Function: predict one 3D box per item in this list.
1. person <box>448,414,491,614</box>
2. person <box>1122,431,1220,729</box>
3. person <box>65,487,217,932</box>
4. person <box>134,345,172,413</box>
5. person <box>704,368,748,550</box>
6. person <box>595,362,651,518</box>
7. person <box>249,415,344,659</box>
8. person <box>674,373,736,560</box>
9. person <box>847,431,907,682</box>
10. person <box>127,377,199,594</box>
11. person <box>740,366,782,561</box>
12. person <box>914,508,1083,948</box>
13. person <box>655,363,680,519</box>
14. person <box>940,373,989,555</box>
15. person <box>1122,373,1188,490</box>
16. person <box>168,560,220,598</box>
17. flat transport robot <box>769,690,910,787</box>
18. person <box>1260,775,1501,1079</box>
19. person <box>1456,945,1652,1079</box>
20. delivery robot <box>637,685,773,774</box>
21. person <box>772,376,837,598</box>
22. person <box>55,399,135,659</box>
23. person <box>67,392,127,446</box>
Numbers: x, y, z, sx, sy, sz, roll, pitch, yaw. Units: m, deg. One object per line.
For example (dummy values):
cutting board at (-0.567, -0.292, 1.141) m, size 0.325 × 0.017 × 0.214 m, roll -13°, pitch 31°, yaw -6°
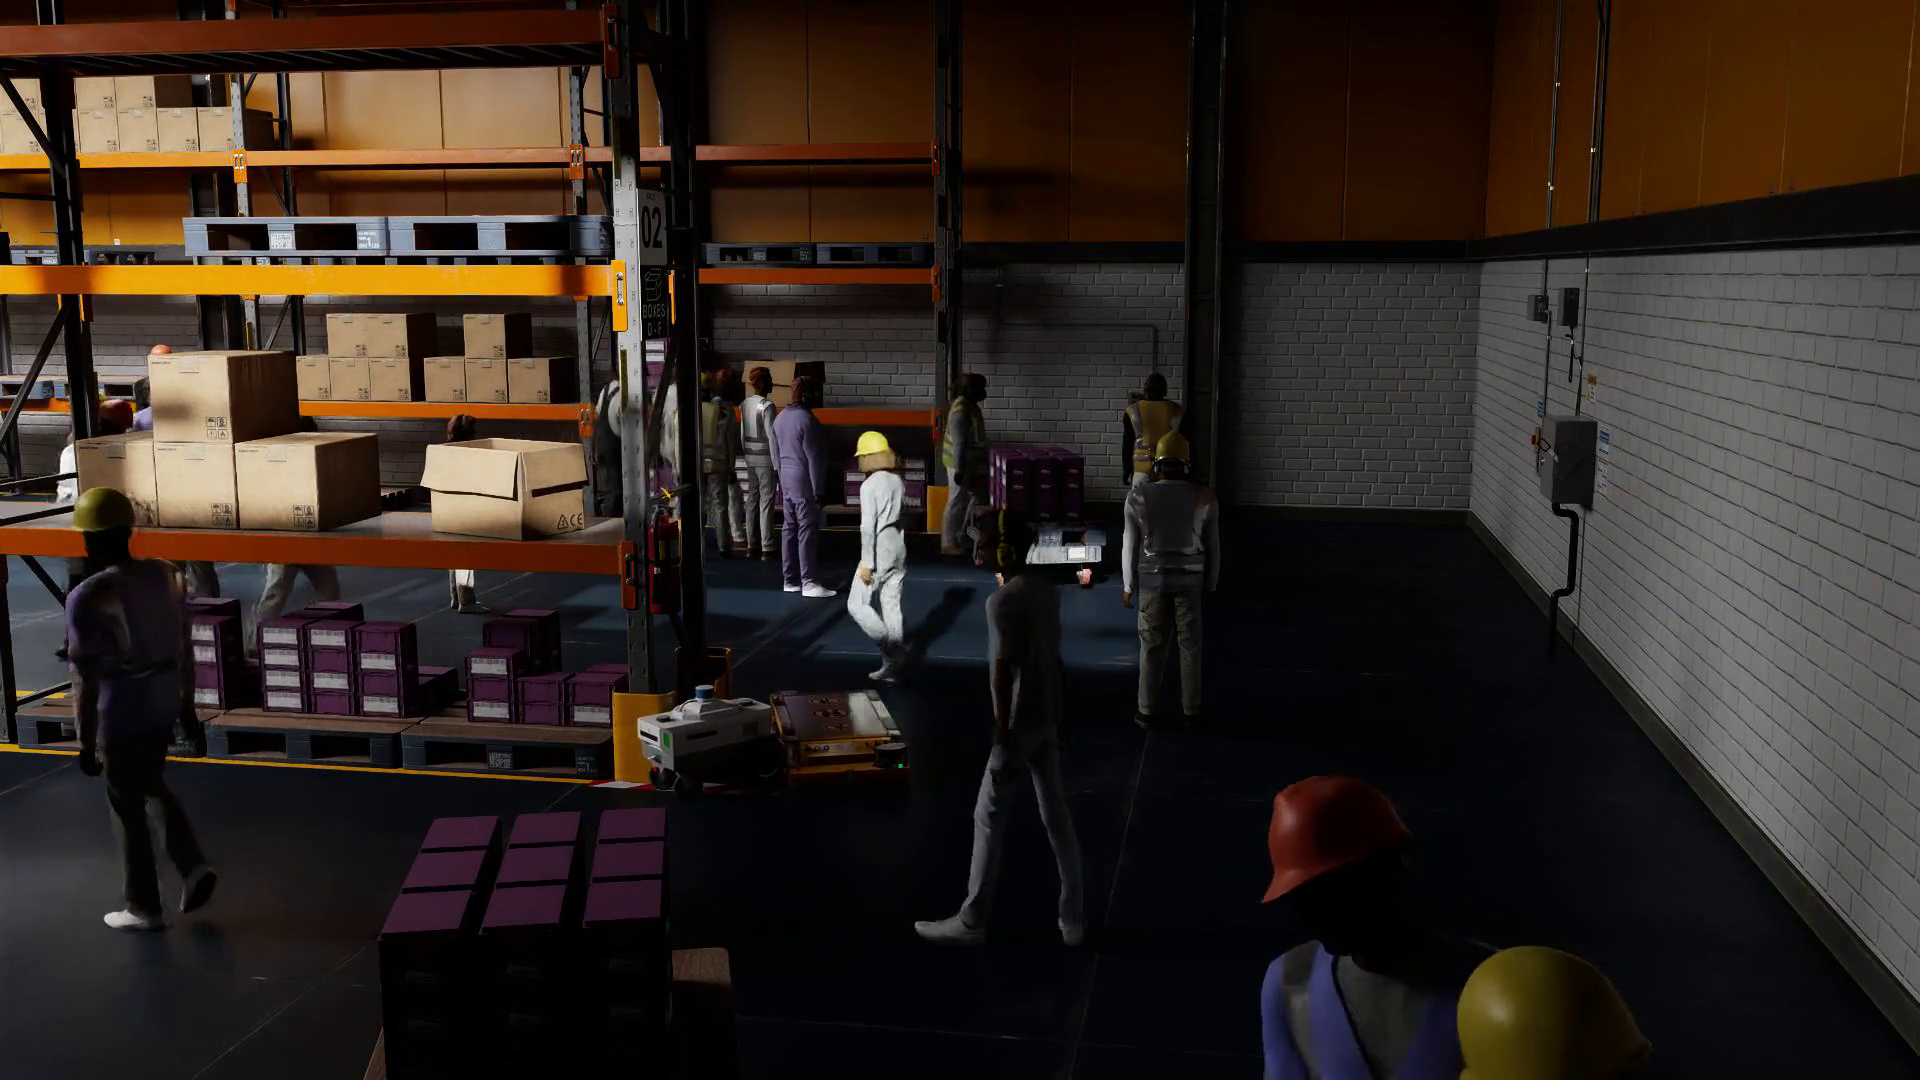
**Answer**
person at (-4.074, -0.215, 13.664) m, size 0.307 × 1.636 × 0.525 m, roll -5°, pitch 10°, yaw -28°
person at (1.285, 0.250, 10.173) m, size 0.600 × 1.831 × 0.404 m, roll 0°, pitch 9°, yaw 1°
person at (-3.474, 0.722, 6.998) m, size 0.436 × 1.911 × 0.617 m, roll 3°, pitch 10°, yaw 19°
person at (-8.804, -1.167, 18.466) m, size 0.614 × 1.993 × 0.395 m, roll -5°, pitch 11°, yaw -30°
person at (-2.485, -0.808, 16.732) m, size 0.891 × 1.850 × 0.586 m, roll 0°, pitch 9°, yaw 3°
person at (-3.389, -0.926, 16.831) m, size 0.563 × 2.000 × 0.728 m, roll -7°, pitch 11°, yaw -35°
person at (-4.653, 0.021, 11.733) m, size 0.947 × 1.799 × 0.627 m, roll 2°, pitch 9°, yaw 14°
person at (-2.461, -0.703, 16.122) m, size 0.588 × 1.822 × 0.403 m, roll -1°, pitch 9°, yaw -7°
person at (-0.547, 0.121, 11.285) m, size 0.375 × 1.721 × 0.521 m, roll 5°, pitch 11°, yaw 30°
person at (-6.841, -0.478, 14.469) m, size 0.655 × 1.902 × 0.433 m, roll -7°, pitch 12°, yaw -38°
person at (-1.911, -0.742, 16.174) m, size 0.355 × 1.885 × 0.575 m, roll -8°, pitch 12°, yaw -39°
person at (0.222, 0.785, 6.873) m, size 0.601 × 1.836 × 0.642 m, roll 7°, pitch 11°, yaw 35°
person at (-2.809, -0.850, 16.744) m, size 0.425 × 1.922 × 0.646 m, roll -7°, pitch 12°, yaw -39°
person at (0.040, -0.739, 16.414) m, size 0.501 × 1.811 × 0.636 m, roll 2°, pitch 9°, yaw 11°
person at (1.852, -0.667, 15.840) m, size 0.633 × 1.842 × 0.429 m, roll 0°, pitch 9°, yaw 1°
person at (-5.749, -0.145, 12.325) m, size 0.629 × 1.933 × 0.379 m, roll 1°, pitch 9°, yaw 6°
flat transport robot at (-0.727, 1.116, 9.637) m, size 0.652 × 0.197 × 1.431 m, roll -2°, pitch 9°, yaw -11°
person at (0.861, 1.372, 3.107) m, size 0.668 × 1.865 × 0.372 m, roll 6°, pitch 11°, yaw 31°
person at (0.883, 1.501, 2.233) m, size 0.736 × 1.900 × 0.404 m, roll 5°, pitch 10°, yaw 27°
delivery robot at (-1.378, 1.029, 9.007) m, size 0.707 × 0.478 × 0.477 m, roll -7°, pitch 12°, yaw -39°
person at (-1.332, -0.459, 14.344) m, size 0.406 × 1.911 × 0.637 m, roll -7°, pitch 11°, yaw -36°
person at (-6.214, -0.065, 11.994) m, size 0.678 × 1.883 × 0.433 m, roll -6°, pitch 11°, yaw -32°
person at (-7.421, -0.400, 14.418) m, size 0.313 × 1.769 × 0.525 m, roll 7°, pitch 12°, yaw 37°
